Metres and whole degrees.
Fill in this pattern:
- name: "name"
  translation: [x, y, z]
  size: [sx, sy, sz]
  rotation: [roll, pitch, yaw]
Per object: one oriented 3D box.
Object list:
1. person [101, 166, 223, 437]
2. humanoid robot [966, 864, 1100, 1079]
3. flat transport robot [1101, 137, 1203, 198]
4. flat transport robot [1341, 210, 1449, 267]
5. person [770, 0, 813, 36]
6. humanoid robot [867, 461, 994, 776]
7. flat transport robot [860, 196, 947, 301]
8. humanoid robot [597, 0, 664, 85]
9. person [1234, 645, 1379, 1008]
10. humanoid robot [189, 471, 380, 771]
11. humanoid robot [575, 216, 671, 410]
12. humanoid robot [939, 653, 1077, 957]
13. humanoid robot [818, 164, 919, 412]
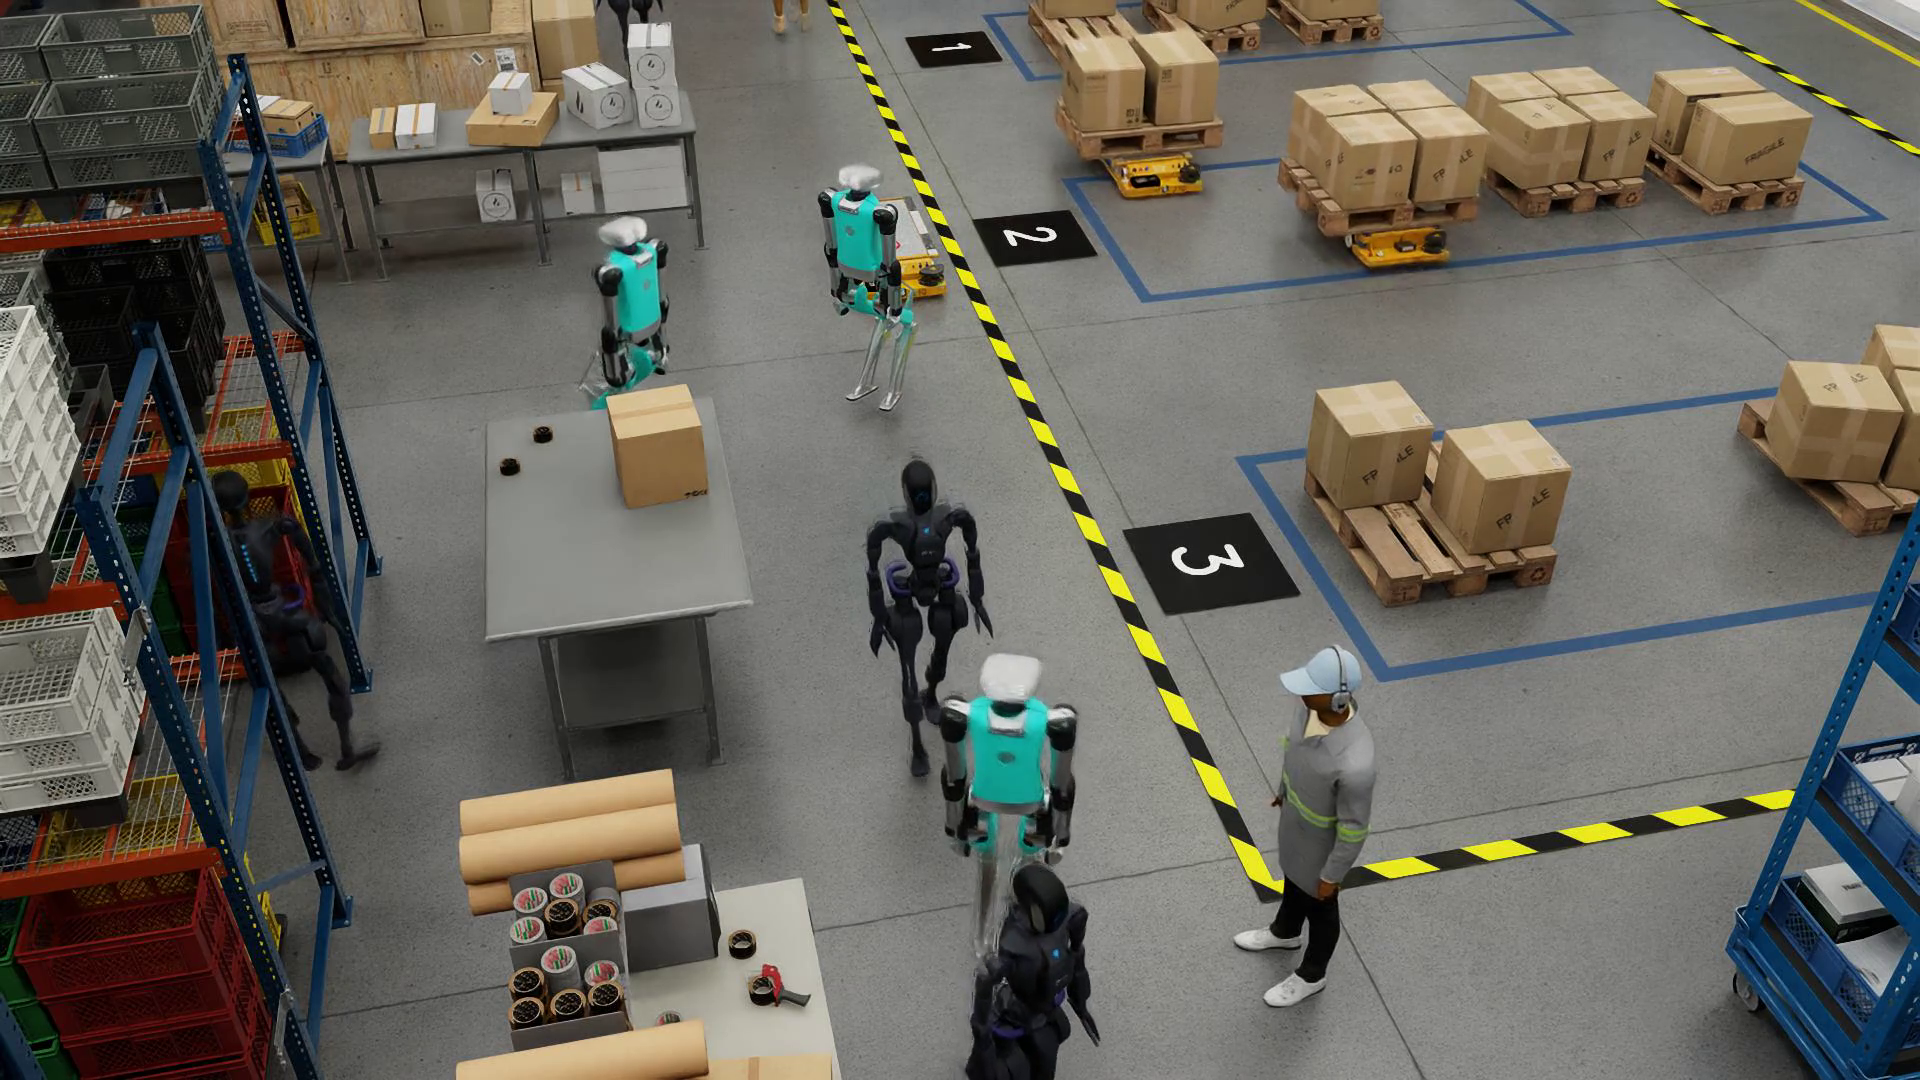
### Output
- name: "person"
  translation: [-4.942, -1.475, 10.229]
  size: [0.506, 1.837, 0.332]
  rotation: [28, 45, 32]
- name: "humanoid robot"
  translation: [0.190, 1.750, 6.028]
  size: [0.601, 1.643, 0.576]
  rotation: [-30, 46, -34]
- name: "flat transport robot"
  translation: [1.495, -3.276, 13.933]
  size: [0.652, 0.197, 1.431]
  rotation: [-8, 37, -10]
- name: "flat transport robot"
  translation: [3.203, -2.558, 12.968]
  size: [0.652, 0.197, 1.431]
  rotation: [-8, 37, -10]
- name: "person"
  translation: [-1.701, -5.912, 16.016]
  size: [0.613, 2.040, 0.389]
  rotation: [-8, 37, -11]
- name: "humanoid robot"
  translation: [-0.127, 0.354, 7.914]
  size: [0.600, 1.637, 0.695]
  rotation: [-9, 38, -11]
- name: "flat transport robot"
  translation: [-0.570, -2.220, 12.538]
  size: [0.659, 0.231, 1.431]
  rotation: [-8, 37, -10]
- name: "humanoid robot"
  translation: [-3.034, -5.043, 15.207]
  size: [0.606, 1.631, 0.811]
  rotation: [-6, 37, -8]
- name: "person"
  translation: [1.396, 1.152, 6.679]
  size: [0.399, 1.852, 0.589]
  rotation: [-7, 37, -9]
- name: "humanoid robot"
  translation: [-3.193, 0.443, 7.782]
  size: [0.609, 1.648, 0.471]
  rotation: [-13, 39, -17]
- name: "humanoid robot"
  translation: [-2.116, -1.111, 9.866]
  size: [0.853, 1.834, 0.547]
  rotation: [19, 41, 24]
- name: "humanoid robot"
  translation: [0.211, 1.104, 6.887]
  size: [0.541, 1.852, 0.632]
  rotation: [4, 37, 6]
- name: "humanoid robot"
  translation: [-0.483, -1.628, 10.399]
  size: [0.533, 1.677, 0.735]
  rotation: [20, 41, 25]
